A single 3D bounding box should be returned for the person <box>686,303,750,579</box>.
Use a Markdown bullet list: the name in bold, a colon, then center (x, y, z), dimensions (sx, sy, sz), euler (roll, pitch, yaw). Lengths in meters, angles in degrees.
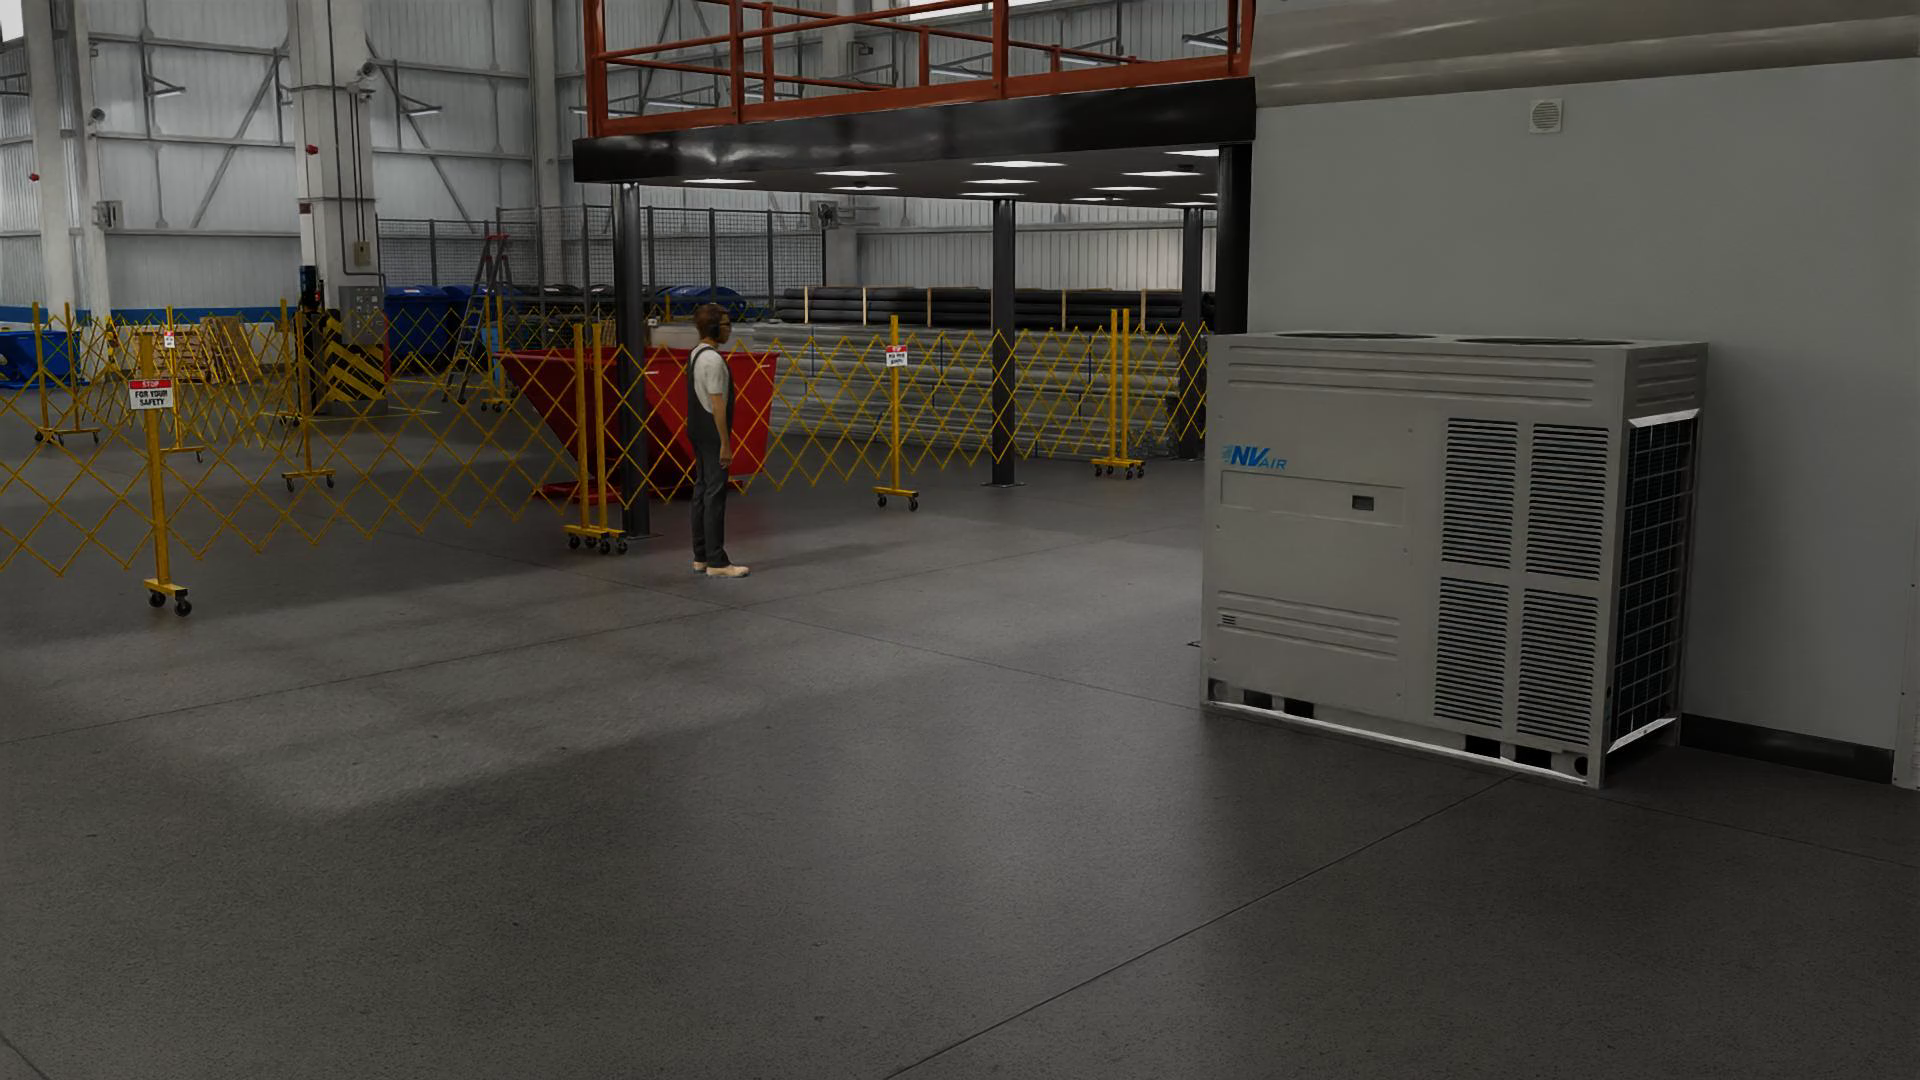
- **person**: center (-1.651, -0.661, 11.168), dimensions (0.345, 1.844, 0.506), euler (-5, 10, -27)
